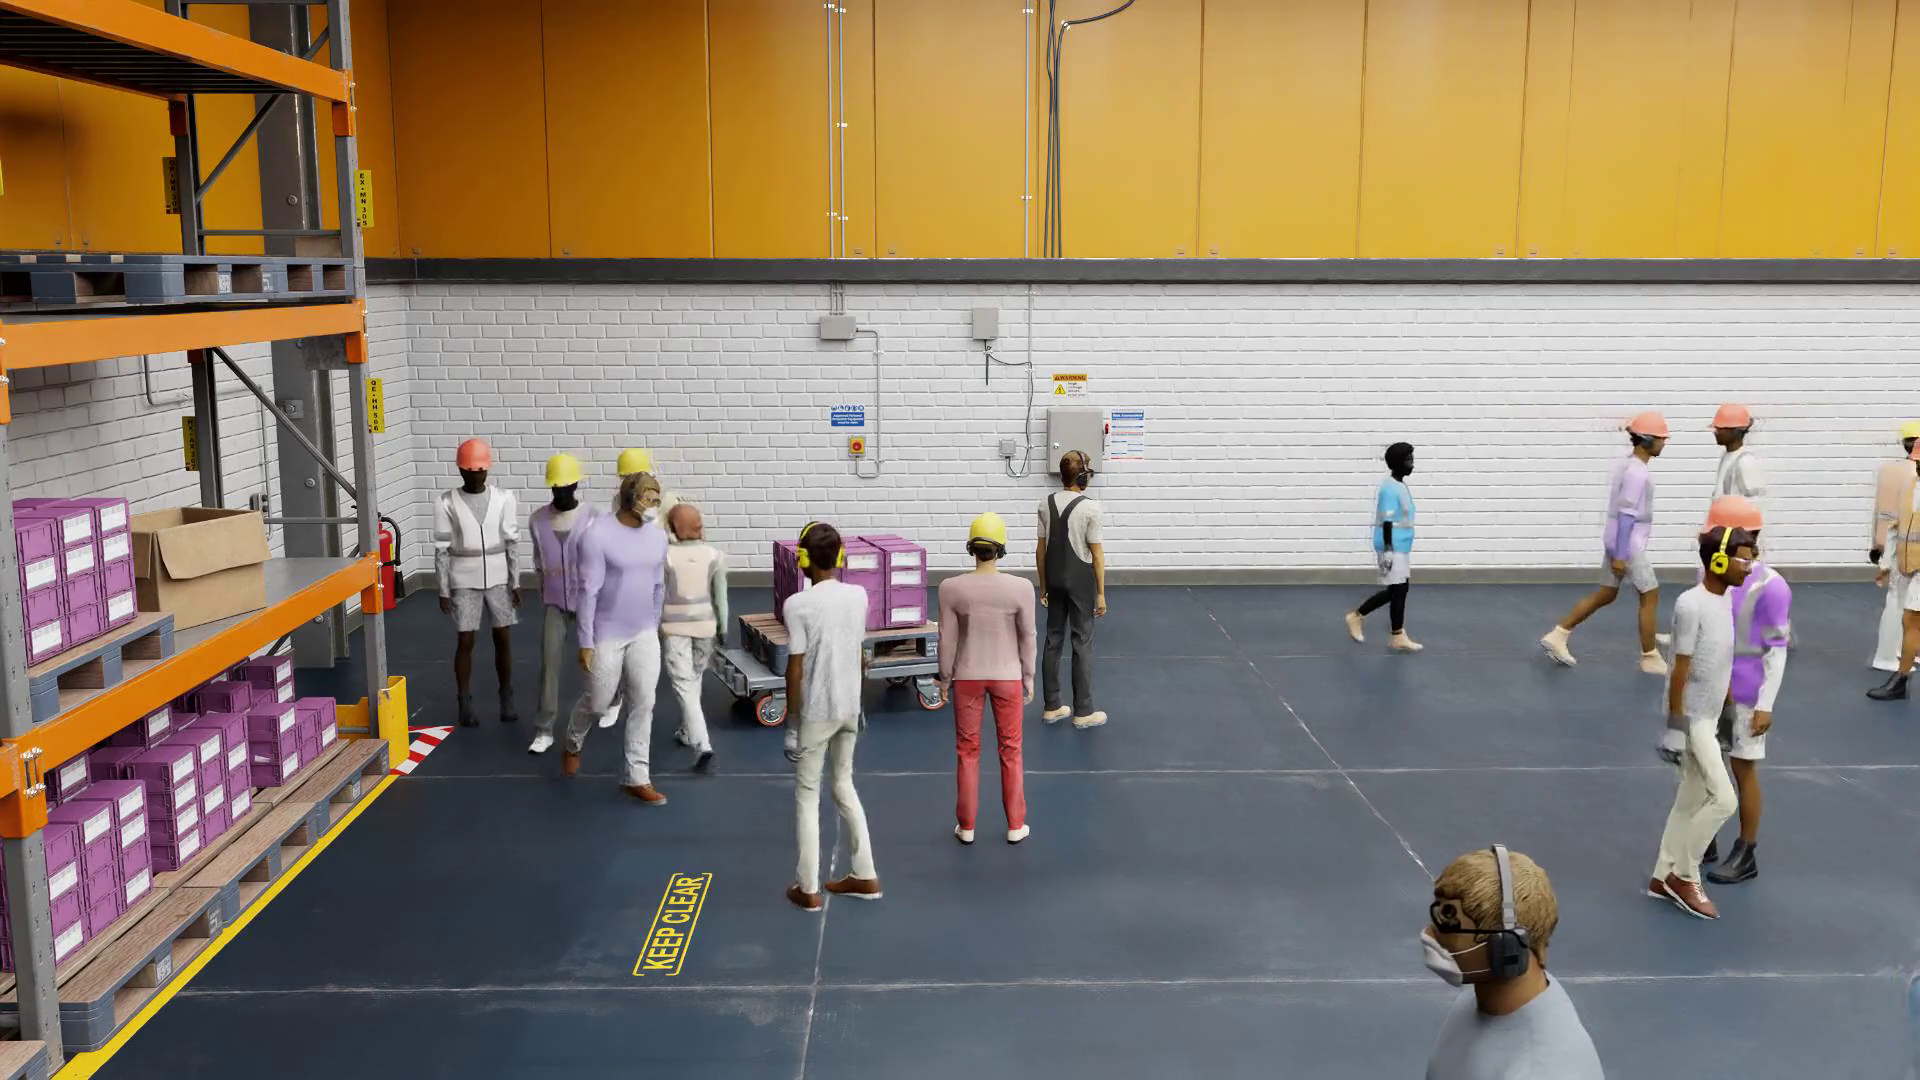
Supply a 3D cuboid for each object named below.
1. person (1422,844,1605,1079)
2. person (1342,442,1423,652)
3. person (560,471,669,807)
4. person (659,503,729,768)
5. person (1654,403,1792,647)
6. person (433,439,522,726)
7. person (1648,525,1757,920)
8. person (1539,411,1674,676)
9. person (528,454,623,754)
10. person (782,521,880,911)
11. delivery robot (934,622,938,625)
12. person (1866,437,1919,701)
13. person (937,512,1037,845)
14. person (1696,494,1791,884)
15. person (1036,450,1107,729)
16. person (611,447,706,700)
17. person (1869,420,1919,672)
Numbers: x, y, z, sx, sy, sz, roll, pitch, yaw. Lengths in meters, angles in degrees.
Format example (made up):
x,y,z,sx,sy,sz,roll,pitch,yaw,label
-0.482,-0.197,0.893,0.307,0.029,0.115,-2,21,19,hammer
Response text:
x,y,z,sx,sy,sz,roll,pitch,yaw,label
1.080,1.544,3.322,0.368,1.932,0.623,1,9,8,person
3.390,0.053,13.159,0.535,1.683,0.546,5,10,27,person
-1.987,0.537,9.555,0.836,1.906,0.686,9,13,44,person
-1.662,0.570,10.263,0.505,1.599,0.829,-5,11,-30,person
6.156,-0.096,13.206,1.067,1.988,0.622,2,10,14,person
-3.196,0.283,11.072,0.543,1.928,0.416,-5,11,-30,person
3.516,0.852,7.791,0.536,1.844,0.535,9,13,43,person
4.920,0.018,12.509,1.011,2.000,0.614,2,10,15,person
-2.466,0.361,10.698,0.580,1.884,0.948,1,9,8,person
-0.623,0.840,7.907,0.522,1.844,0.426,-8,12,-41,person
0.117,0.717,12.285,0.707,0.478,0.477,-3,10,-16,delivery robot
6.859,0.180,11.747,0.861,1.911,0.551,-2,10,-13,person
0.142,0.733,8.769,0.524,1.769,0.326,1,9,4,person
3.793,0.733,8.247,0.373,1.934,0.551,-3,10,-20,person
0.740,0.324,11.035,0.511,1.844,0.328,7,12,38,person
-2.175,0.212,11.906,0.624,1.796,0.813,5,10,26,person
7.195,0.051,12.556,0.635,1.890,0.648,0,9,-3,person
